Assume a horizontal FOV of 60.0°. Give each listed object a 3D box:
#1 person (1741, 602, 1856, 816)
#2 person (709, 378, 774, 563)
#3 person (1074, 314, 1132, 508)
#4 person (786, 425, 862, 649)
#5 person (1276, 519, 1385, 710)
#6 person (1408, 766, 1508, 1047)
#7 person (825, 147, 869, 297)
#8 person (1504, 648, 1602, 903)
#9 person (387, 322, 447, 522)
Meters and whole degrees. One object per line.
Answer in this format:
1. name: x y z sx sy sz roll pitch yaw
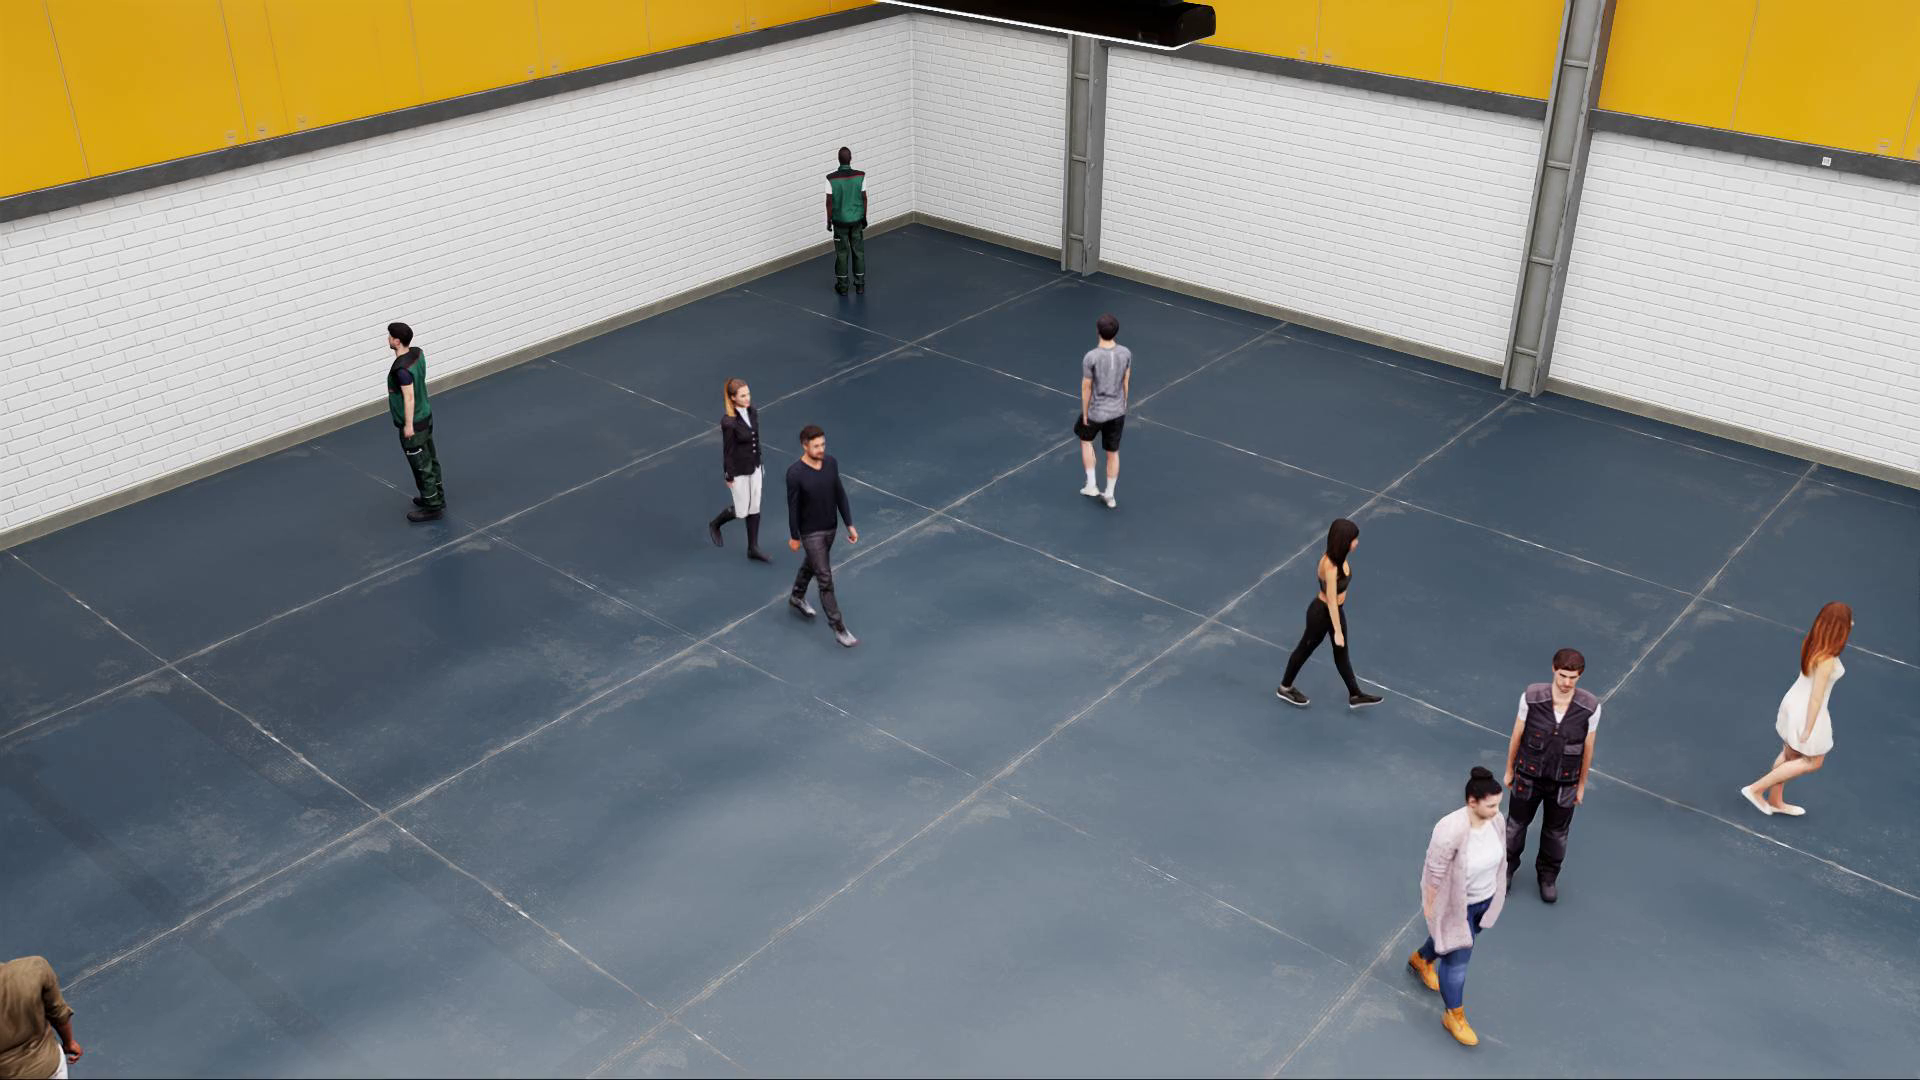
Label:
1. person: 5.614 1.155 11.241 0.821 1.699 0.729 5 29 8
2. person: -1.943 -0.611 14.458 0.866 1.718 0.625 17 33 28
3. person: 1.368 -1.147 15.298 0.835 1.857 0.887 -6 29 -12
4. person: -1.201 -0.096 13.408 0.703 1.820 1.212 -25 37 -38
5. person: 2.645 0.556 12.432 1.071 1.610 0.731 13 31 23
6. person: 2.863 2.014 9.643 0.889 1.723 1.053 -15 32 -26
7. person: -1.376 -3.907 20.375 0.785 1.839 0.806 -8 30 -14
8. person: 3.717 1.464 10.523 0.643 1.846 0.782 9 30 16
9. person: -4.971 -1.097 15.160 0.810 1.901 0.751 -2 29 -4
